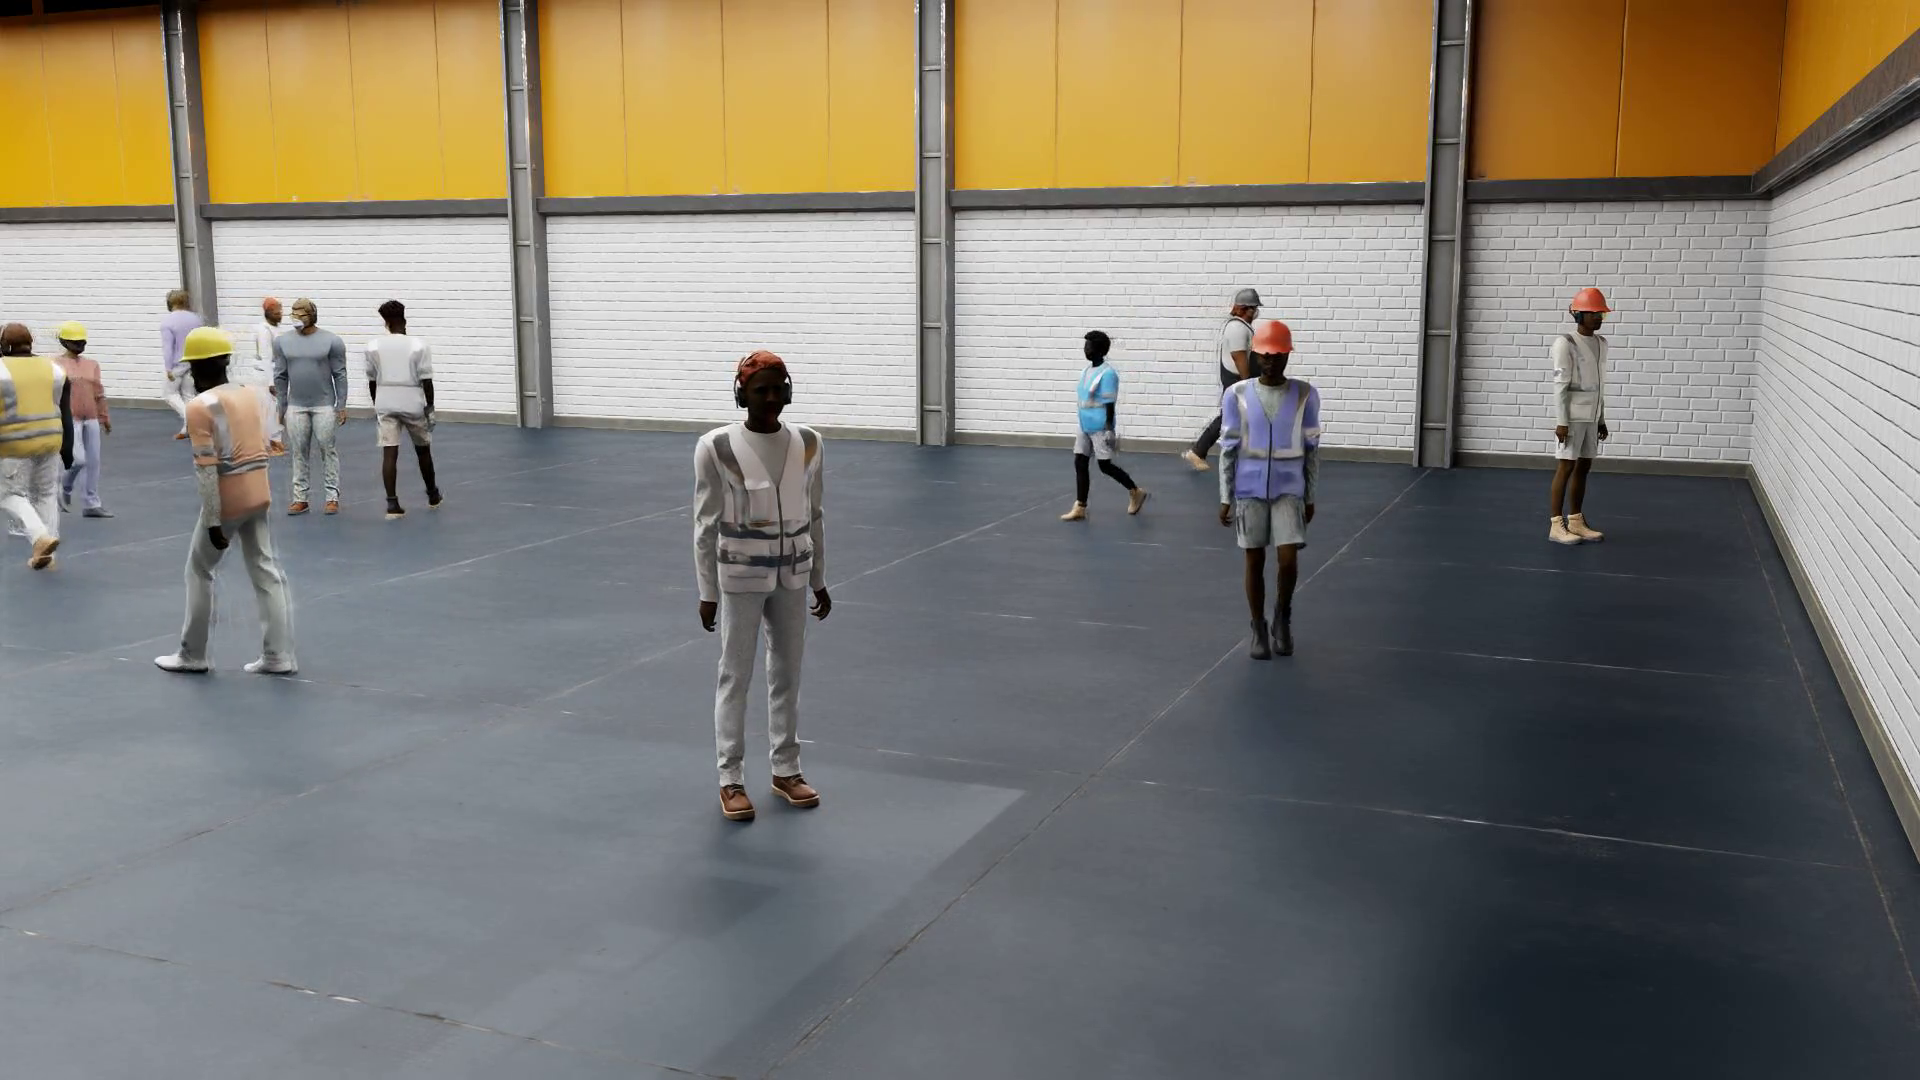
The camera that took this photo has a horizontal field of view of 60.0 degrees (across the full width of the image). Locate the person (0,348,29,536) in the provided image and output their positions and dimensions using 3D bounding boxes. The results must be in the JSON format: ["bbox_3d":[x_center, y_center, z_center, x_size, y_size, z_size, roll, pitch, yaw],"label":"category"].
[{"bbox_3d":[-7.774,-0.844,13.440,0.732,1.703,0.520,3,10,19],"label":"person"}]

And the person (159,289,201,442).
[{"bbox_3d":[-9.823,-2.197,21.014,0.499,1.924,0.632,4,10,22],"label":"person"}]

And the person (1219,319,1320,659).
[{"bbox_3d":[1.727,-0.272,9.333,0.558,1.920,0.420,2,10,10],"label":"person"}]

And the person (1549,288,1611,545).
[{"bbox_3d":[4.989,-0.989,13.327,0.607,2.044,0.375,-7,12,-36],"label":"person"}]

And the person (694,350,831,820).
[{"bbox_3d":[-0.794,0.177,6.740,0.583,1.882,0.338,-6,11,-32],"label":"person"}]

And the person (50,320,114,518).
[{"bbox_3d":[-7.699,-1.042,14.529,0.417,1.749,0.593,4,10,23],"label":"person"}]

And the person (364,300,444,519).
[{"bbox_3d":[-4.970,-1.175,14.862,0.618,1.903,0.963,-1,9,-4],"label":"person"}]

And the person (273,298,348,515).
[{"bbox_3d":[-5.779,-1.184,14.835,0.630,1.936,0.369,-1,9,-5],"label":"person"}]

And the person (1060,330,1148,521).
[{"bbox_3d":[1.257,-0.992,14.473,0.727,1.674,0.538,-4,10,-24],"label":"person"}]

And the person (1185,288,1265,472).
[{"bbox_3d":[2.955,-1.734,17.847,0.999,2.000,0.678,3,10,19],"label":"person"}]

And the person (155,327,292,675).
[{"bbox_3d":[-4.032,-0.197,9.009,0.864,1.889,0.594,3,10,18],"label":"person"}]

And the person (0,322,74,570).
[{"bbox_3d":[-6.679,-0.654,11.962,0.528,1.823,0.648,6,11,33],"label":"person"}]

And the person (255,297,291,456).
[{"bbox_3d":[-8.018,-1.882,19.313,0.486,1.853,0.590,0,9,-1],"label":"person"}]
